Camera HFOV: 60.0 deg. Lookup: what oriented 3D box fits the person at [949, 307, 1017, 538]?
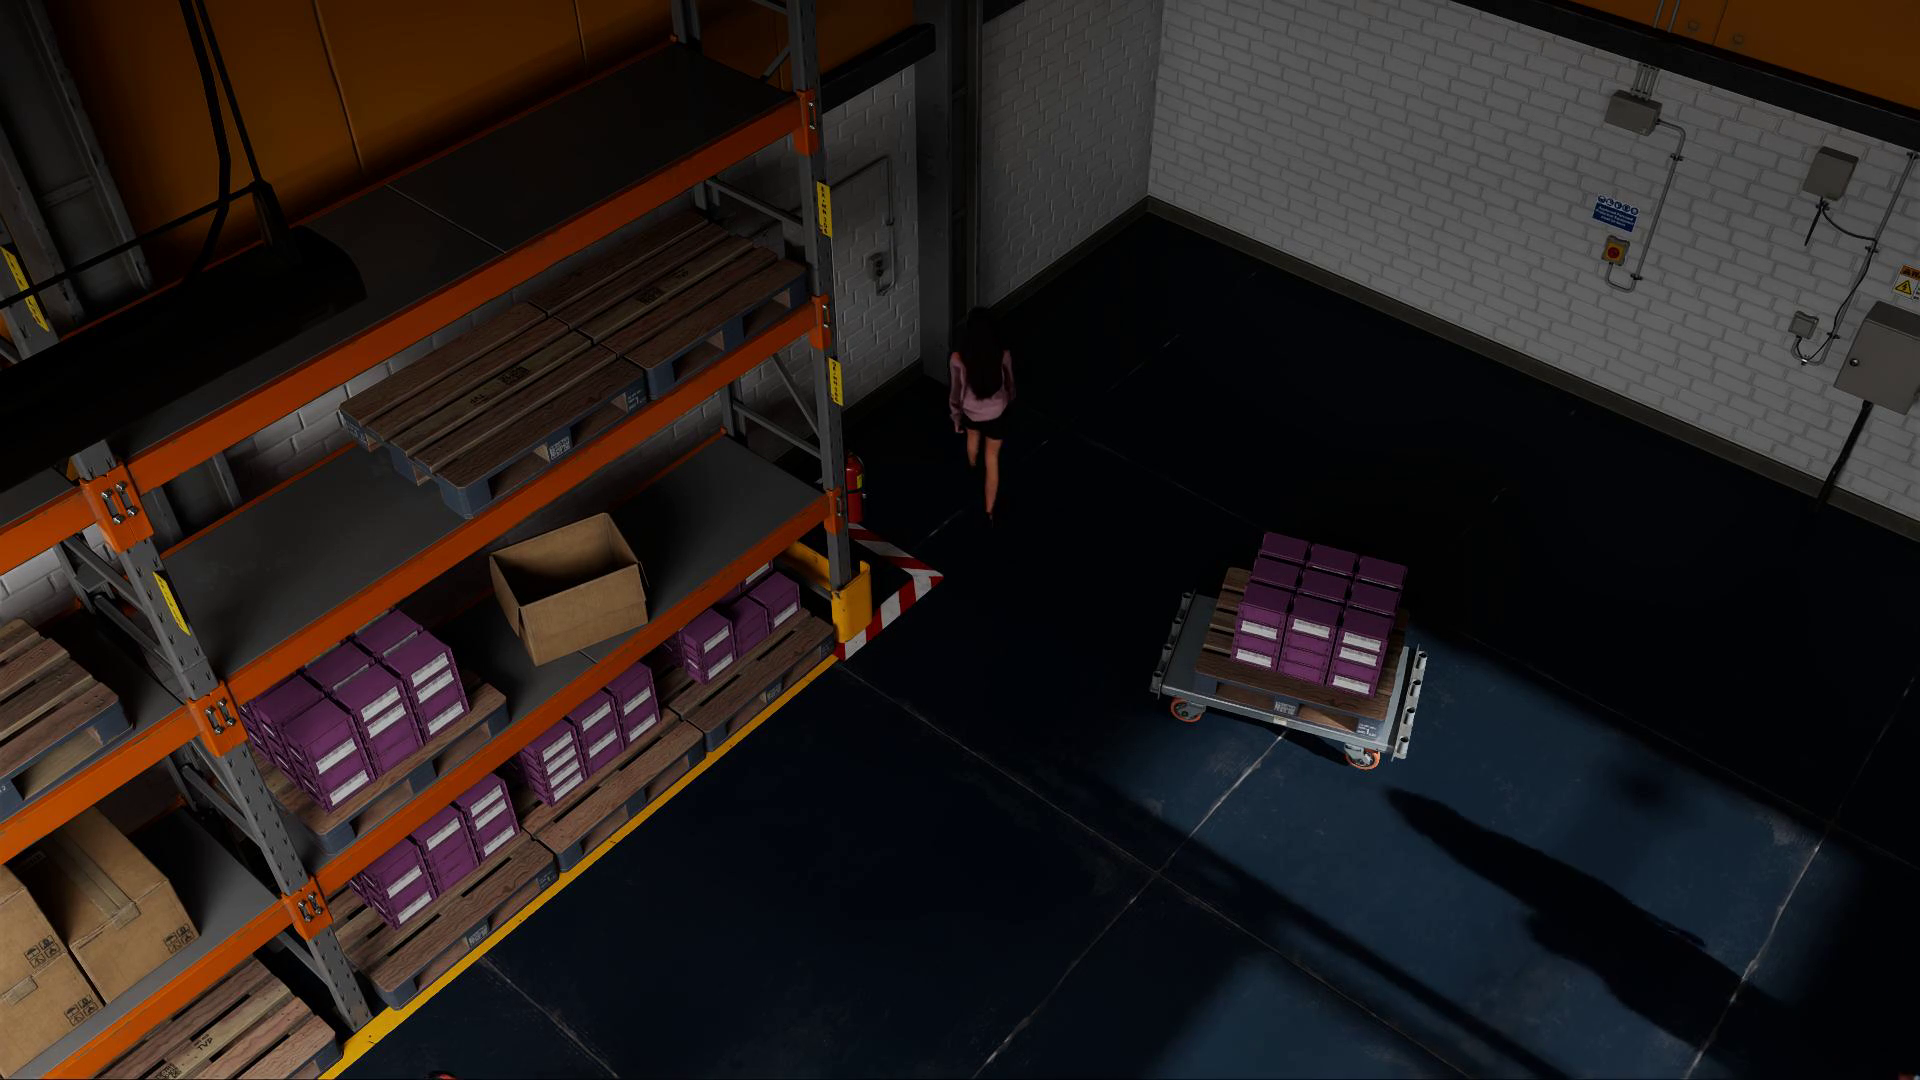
[{"bbox_3d":[0.192,-0.815,11.764,1.015,1.768,1.140,1,44,1],"label":"person"}]
